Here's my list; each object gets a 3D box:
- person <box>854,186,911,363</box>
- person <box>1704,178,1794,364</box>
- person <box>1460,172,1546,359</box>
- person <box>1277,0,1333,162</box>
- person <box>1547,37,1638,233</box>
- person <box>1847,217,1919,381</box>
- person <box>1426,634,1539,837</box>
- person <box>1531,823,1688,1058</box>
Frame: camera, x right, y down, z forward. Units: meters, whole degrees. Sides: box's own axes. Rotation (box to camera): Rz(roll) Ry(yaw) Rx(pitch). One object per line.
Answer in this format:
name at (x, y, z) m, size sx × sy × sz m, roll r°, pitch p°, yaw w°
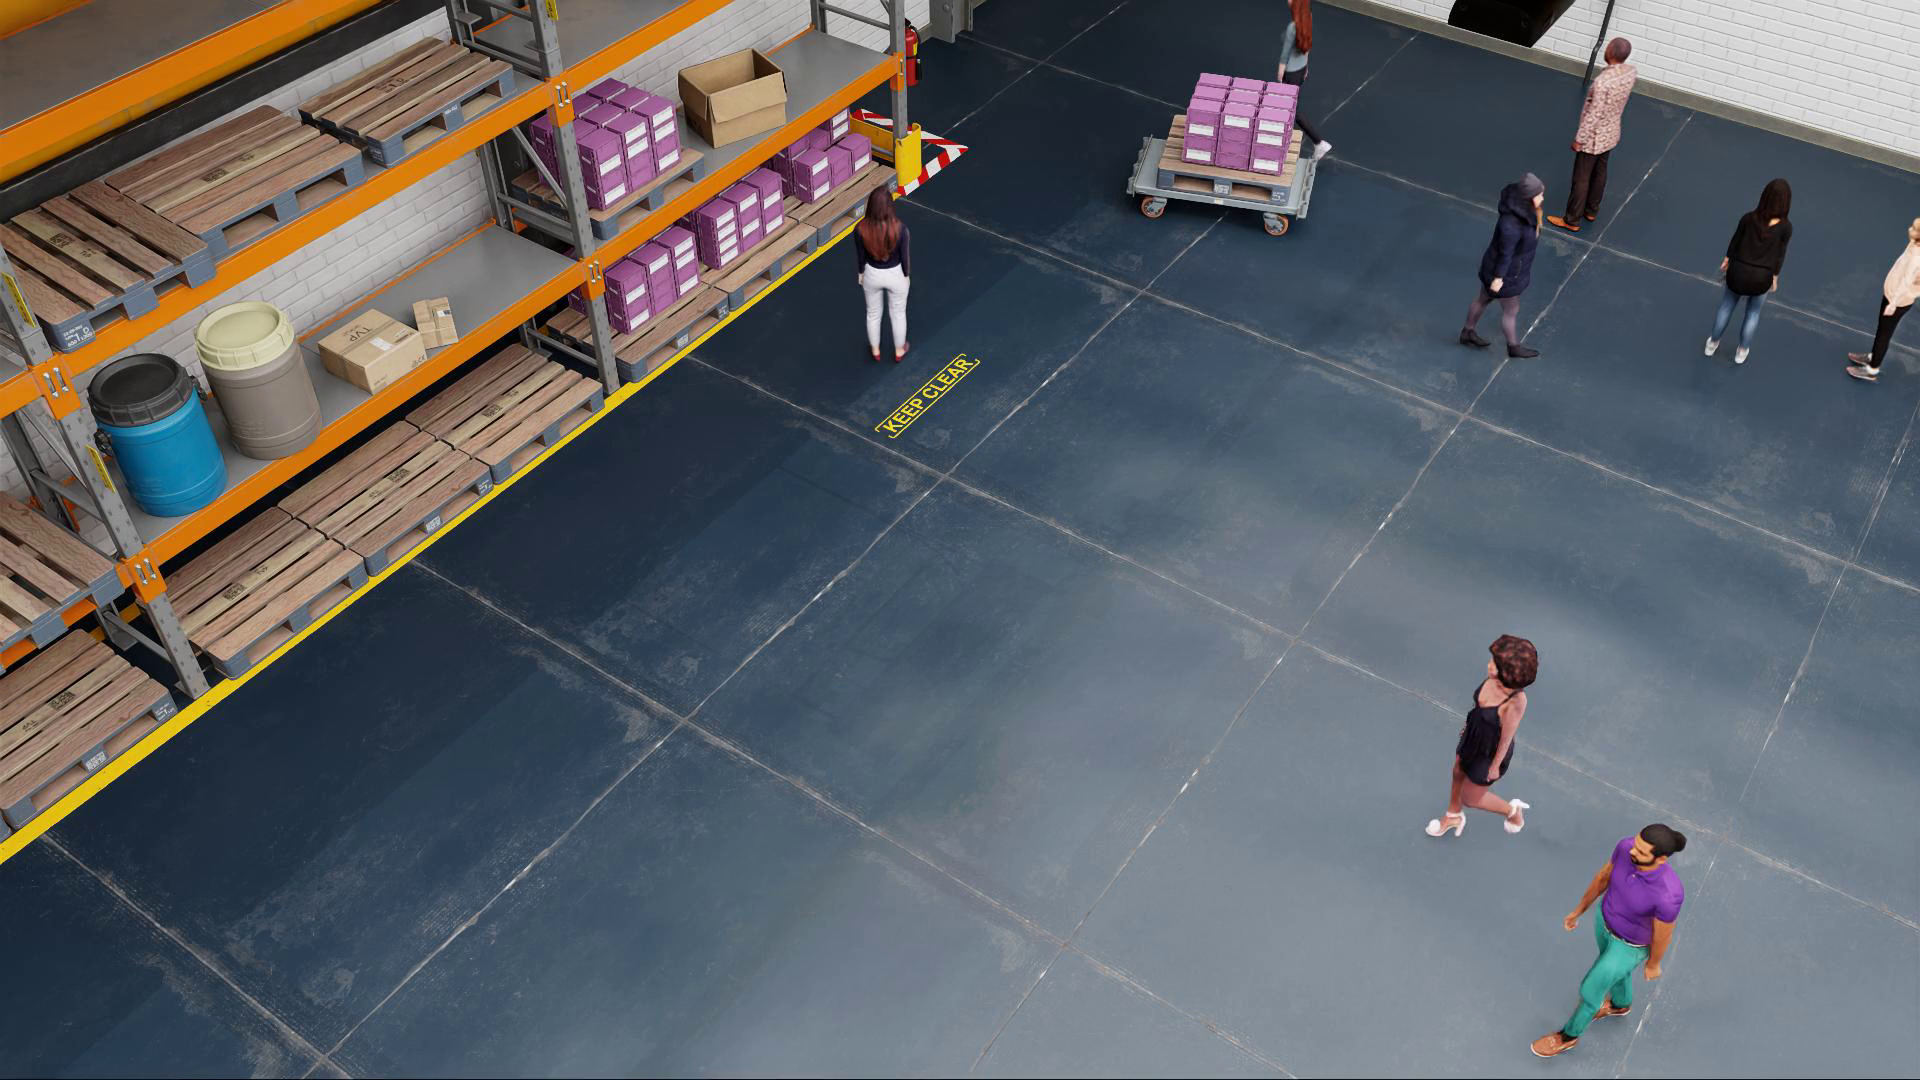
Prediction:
person at (-0.602, -2.130, 13.402) m, size 0.675 × 1.603 × 0.682 m, roll 4°, pitch 44°, yaw 4°
person at (6.346, -2.136, 13.382) m, size 0.606 × 1.639 × 0.559 m, roll 26°, pitch 50°, yaw 25°
person at (4.336, -2.235, 13.475) m, size 0.858 × 1.655 × 0.900 m, roll 15°, pitch 46°, yaw 15°
person at (3.194, -4.333, 15.635) m, size 0.659 × 1.714 × 1.044 m, roll 27°, pitch 50°, yaw 25°
person at (5.684, -3.610, 14.808) m, size 0.643 × 1.807 × 0.820 m, roll -28°, pitch 50°, yaw -26°
person at (7.507, -1.945, 13.295) m, size 0.661 × 1.484 × 0.510 m, roll 15°, pitch 46°, yaw 15°
person at (3.169, 1.206, 9.775) m, size 0.886 × 1.776 × 0.832 m, roll -6°, pitch 44°, yaw -6°
person at (3.639, 2.078, 8.886) m, size 1.032 × 1.740 × 0.970 m, roll -9°, pitch 44°, yaw -9°
